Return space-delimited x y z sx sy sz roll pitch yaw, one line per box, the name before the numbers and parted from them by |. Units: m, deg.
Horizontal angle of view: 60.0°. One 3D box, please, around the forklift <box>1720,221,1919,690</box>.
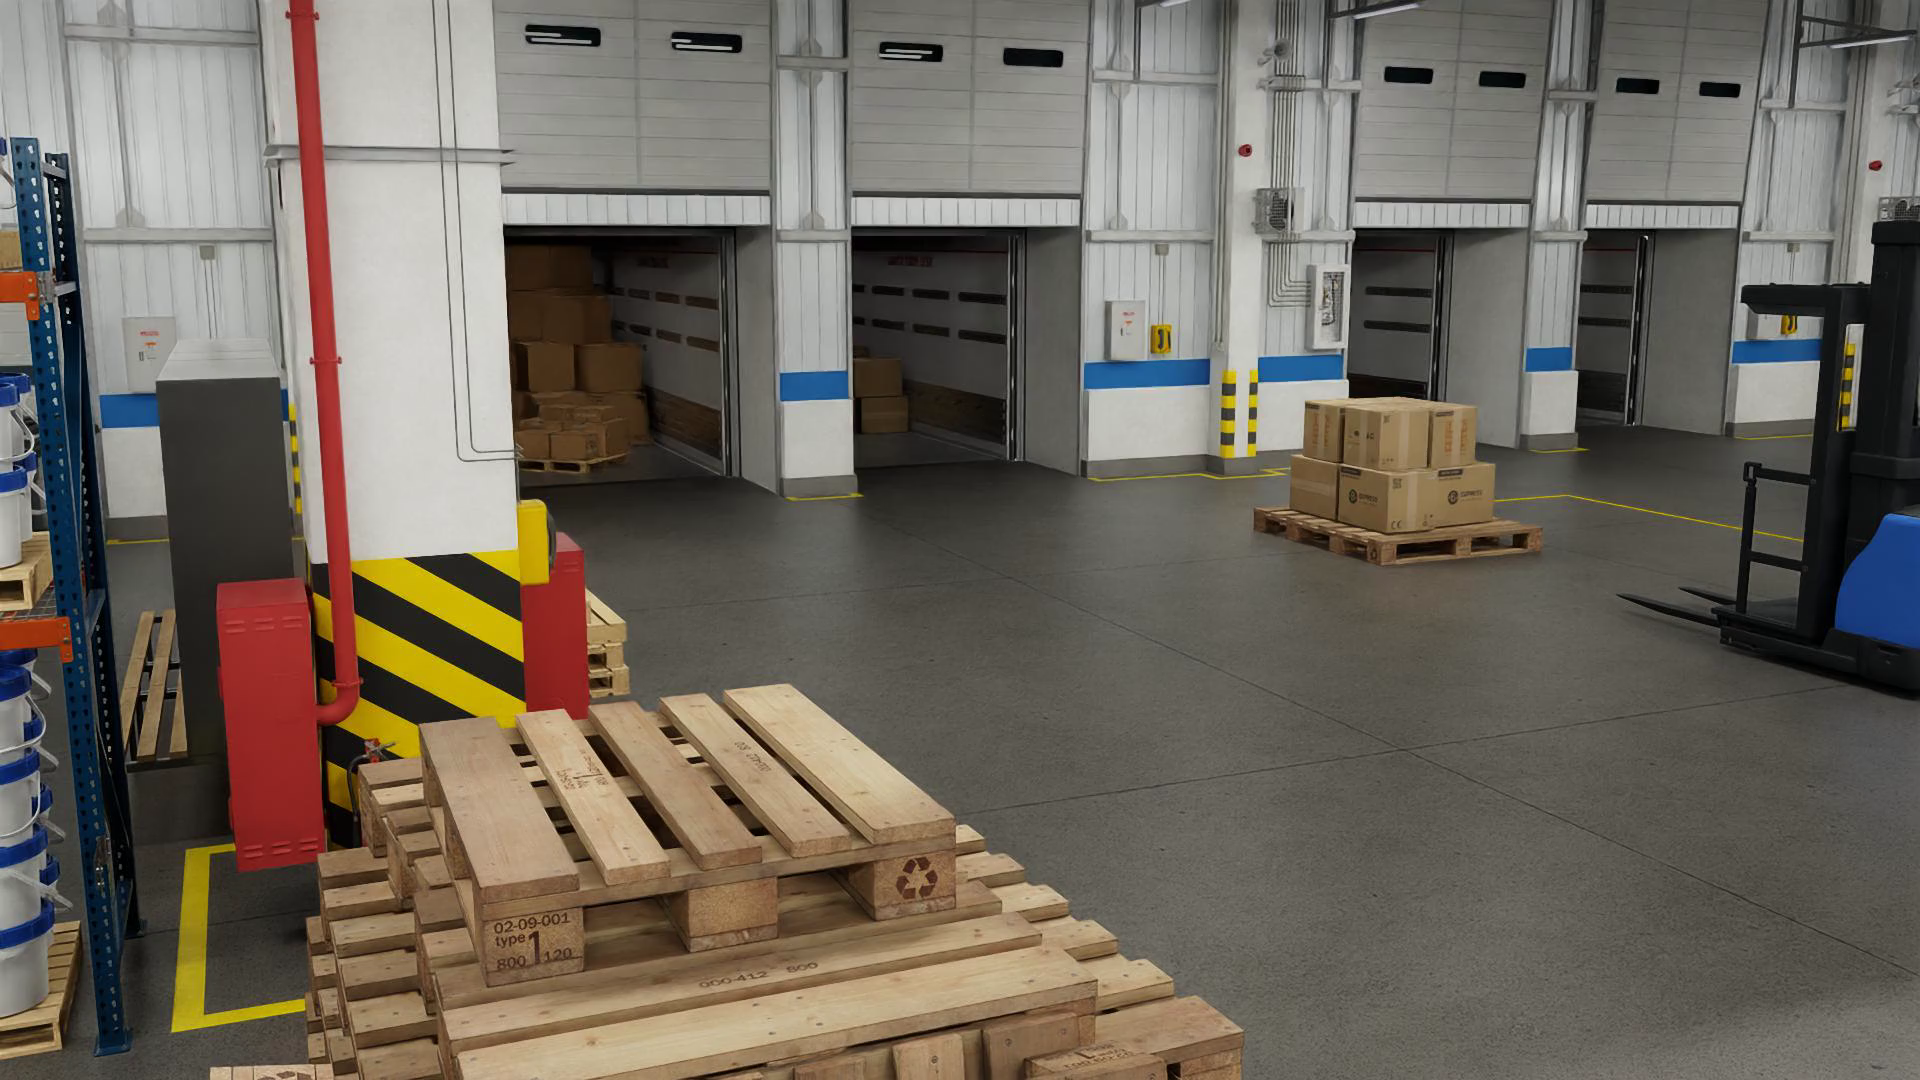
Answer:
forklift | 5.949 -0.550 10.218 1.129 2.768 1.873 -4 11 -23
